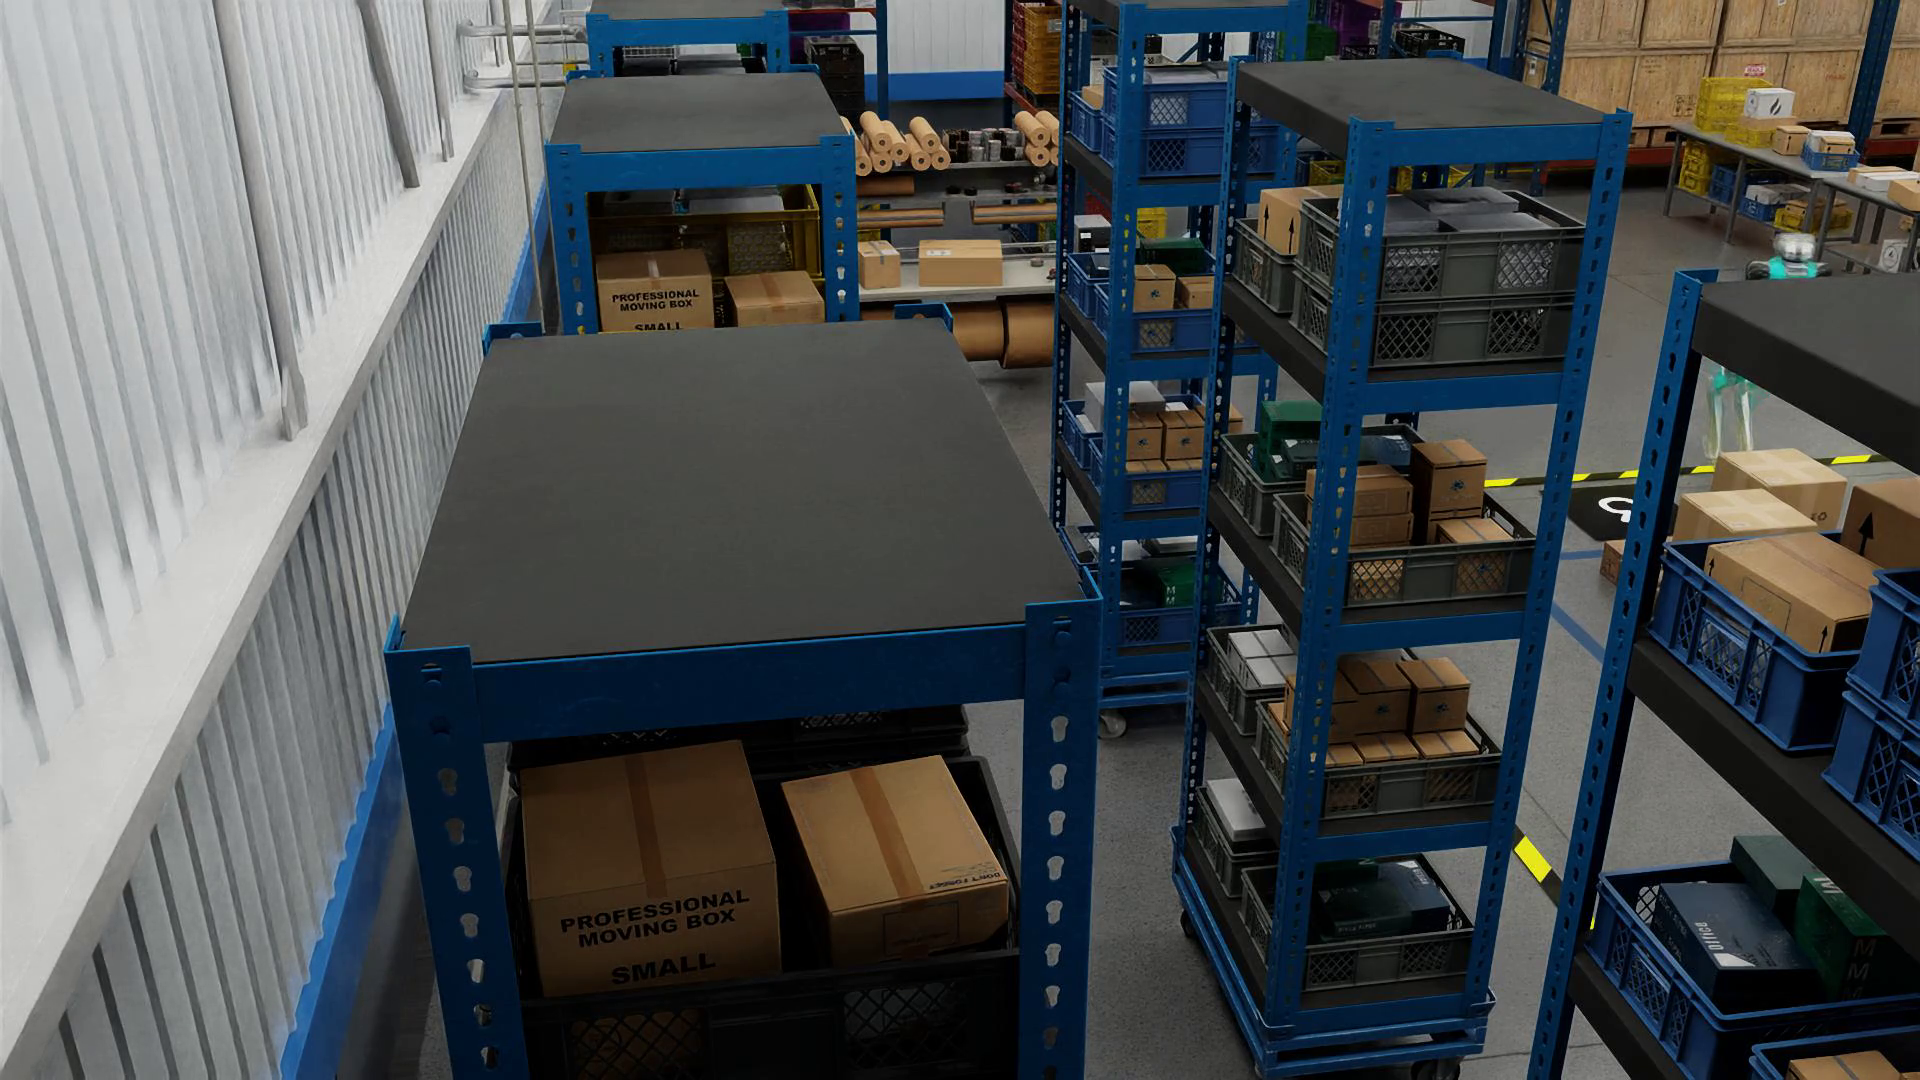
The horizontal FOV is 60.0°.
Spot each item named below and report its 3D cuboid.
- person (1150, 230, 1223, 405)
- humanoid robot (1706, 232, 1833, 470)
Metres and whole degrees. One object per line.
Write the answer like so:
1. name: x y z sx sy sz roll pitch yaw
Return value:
1. person: 1.471 -1.101 10.804 0.587 1.848 0.397 -1 25 -3
2. humanoid robot: 5.363 -1.307 11.221 0.533 1.677 0.735 1 25 2
